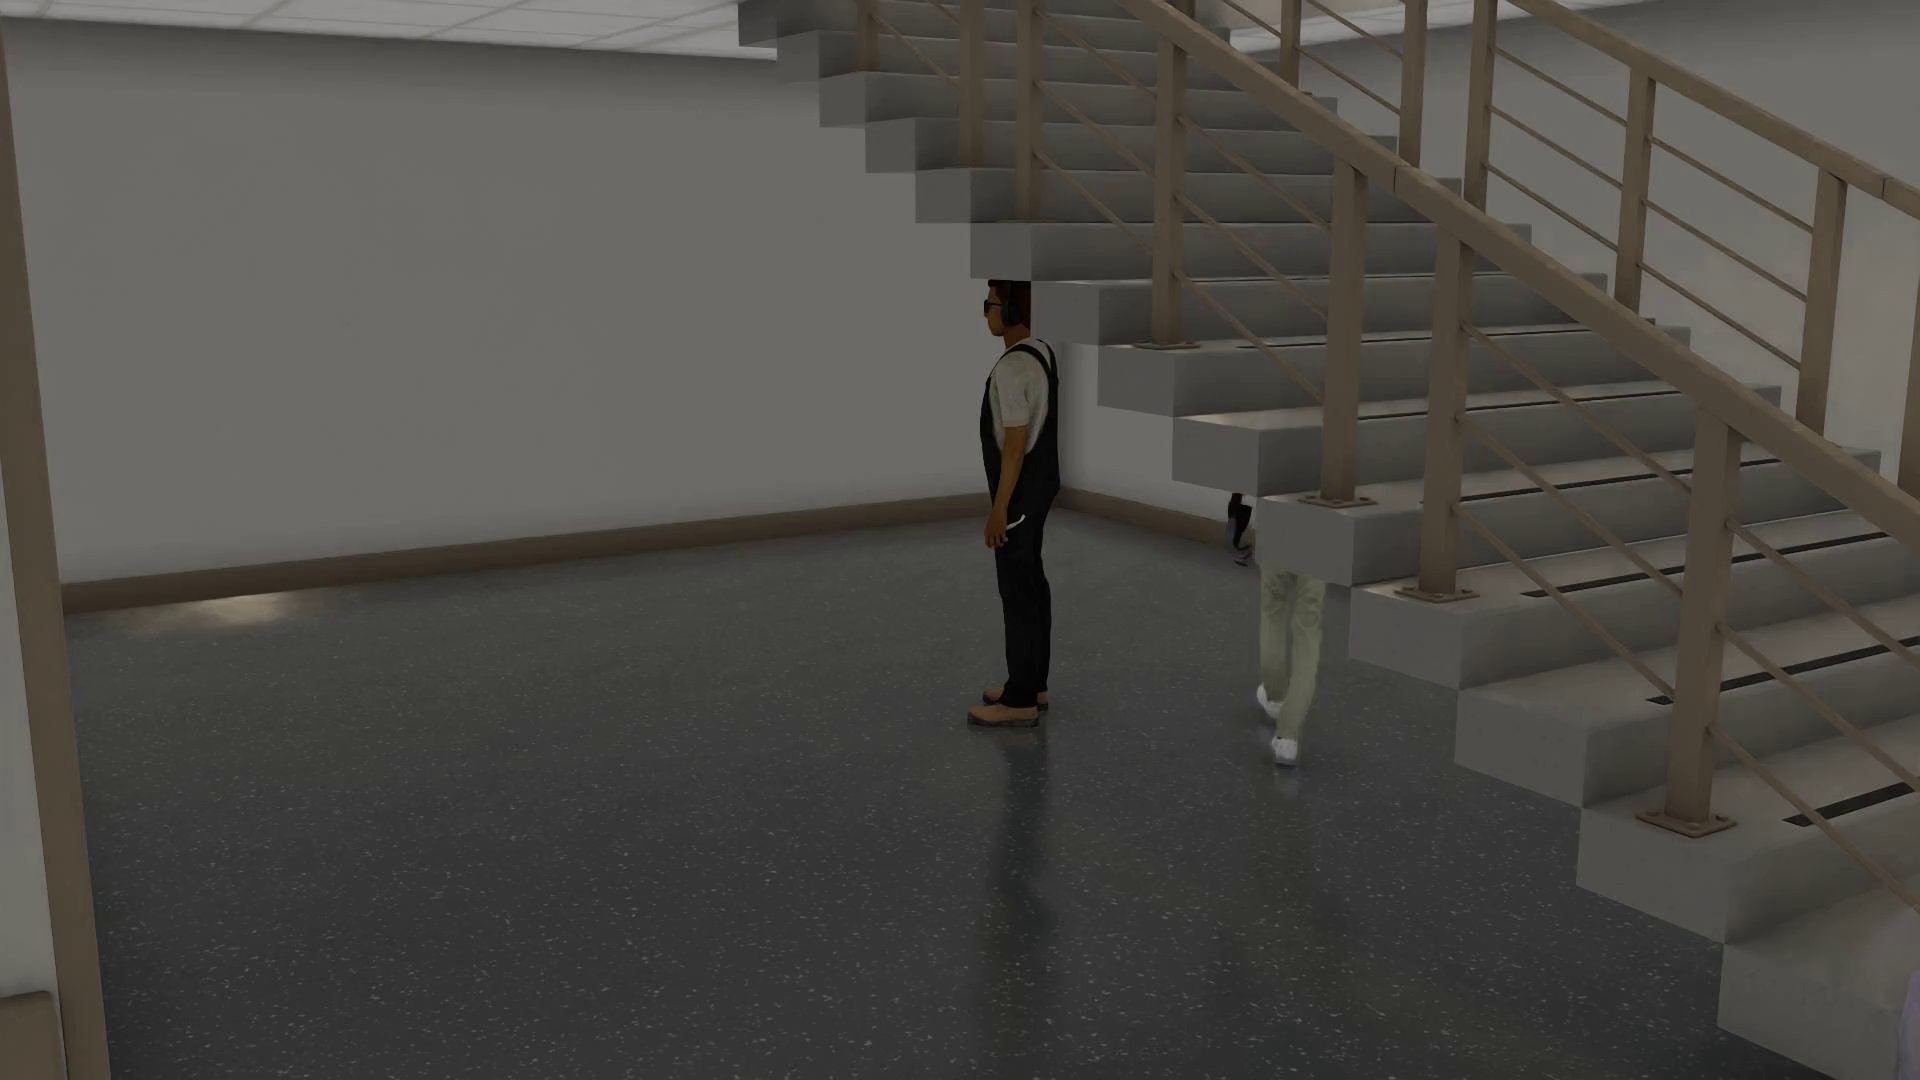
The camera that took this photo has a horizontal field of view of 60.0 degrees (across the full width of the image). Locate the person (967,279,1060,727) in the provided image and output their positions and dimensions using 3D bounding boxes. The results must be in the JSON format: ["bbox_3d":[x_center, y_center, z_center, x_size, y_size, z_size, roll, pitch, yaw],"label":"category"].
[{"bbox_3d":[0.221,-0.164,6.717,0.345,1.846,0.508,3,11,15],"label":"person"}]

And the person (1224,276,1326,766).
[{"bbox_3d":[1.287,-0.098,6.439,0.531,1.813,0.911,1,11,8],"label":"person"}]
